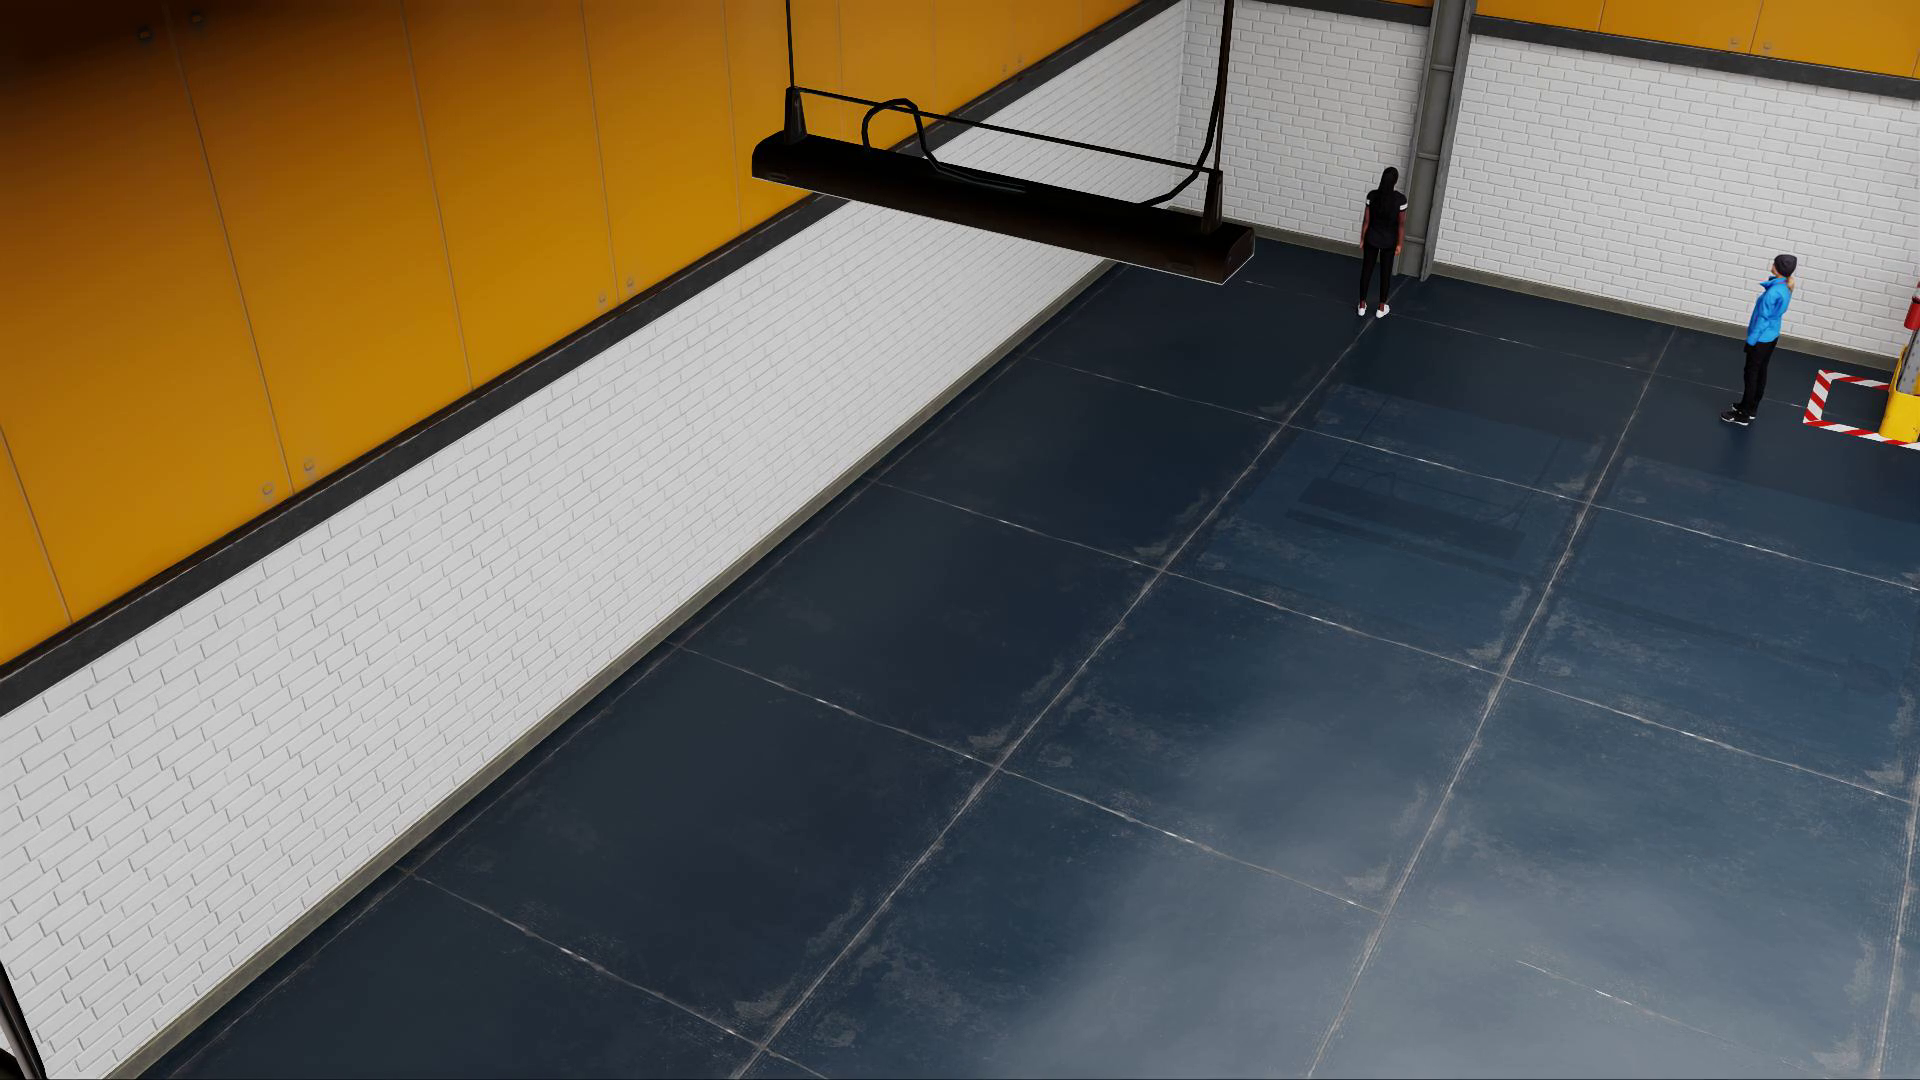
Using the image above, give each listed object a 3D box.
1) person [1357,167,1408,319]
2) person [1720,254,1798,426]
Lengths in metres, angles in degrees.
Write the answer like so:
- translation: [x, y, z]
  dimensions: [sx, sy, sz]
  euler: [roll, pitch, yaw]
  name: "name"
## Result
- translation: [4.664, -3.313, 18.441]
  dimensions: [0.548, 1.729, 0.714]
  euler: [12, 35, 17]
  name: "person"
- translation: [7.912, -1.978, 16.371]
  dimensions: [0.676, 1.797, 0.626]
  euler: [-27, 42, -34]
  name: "person"
